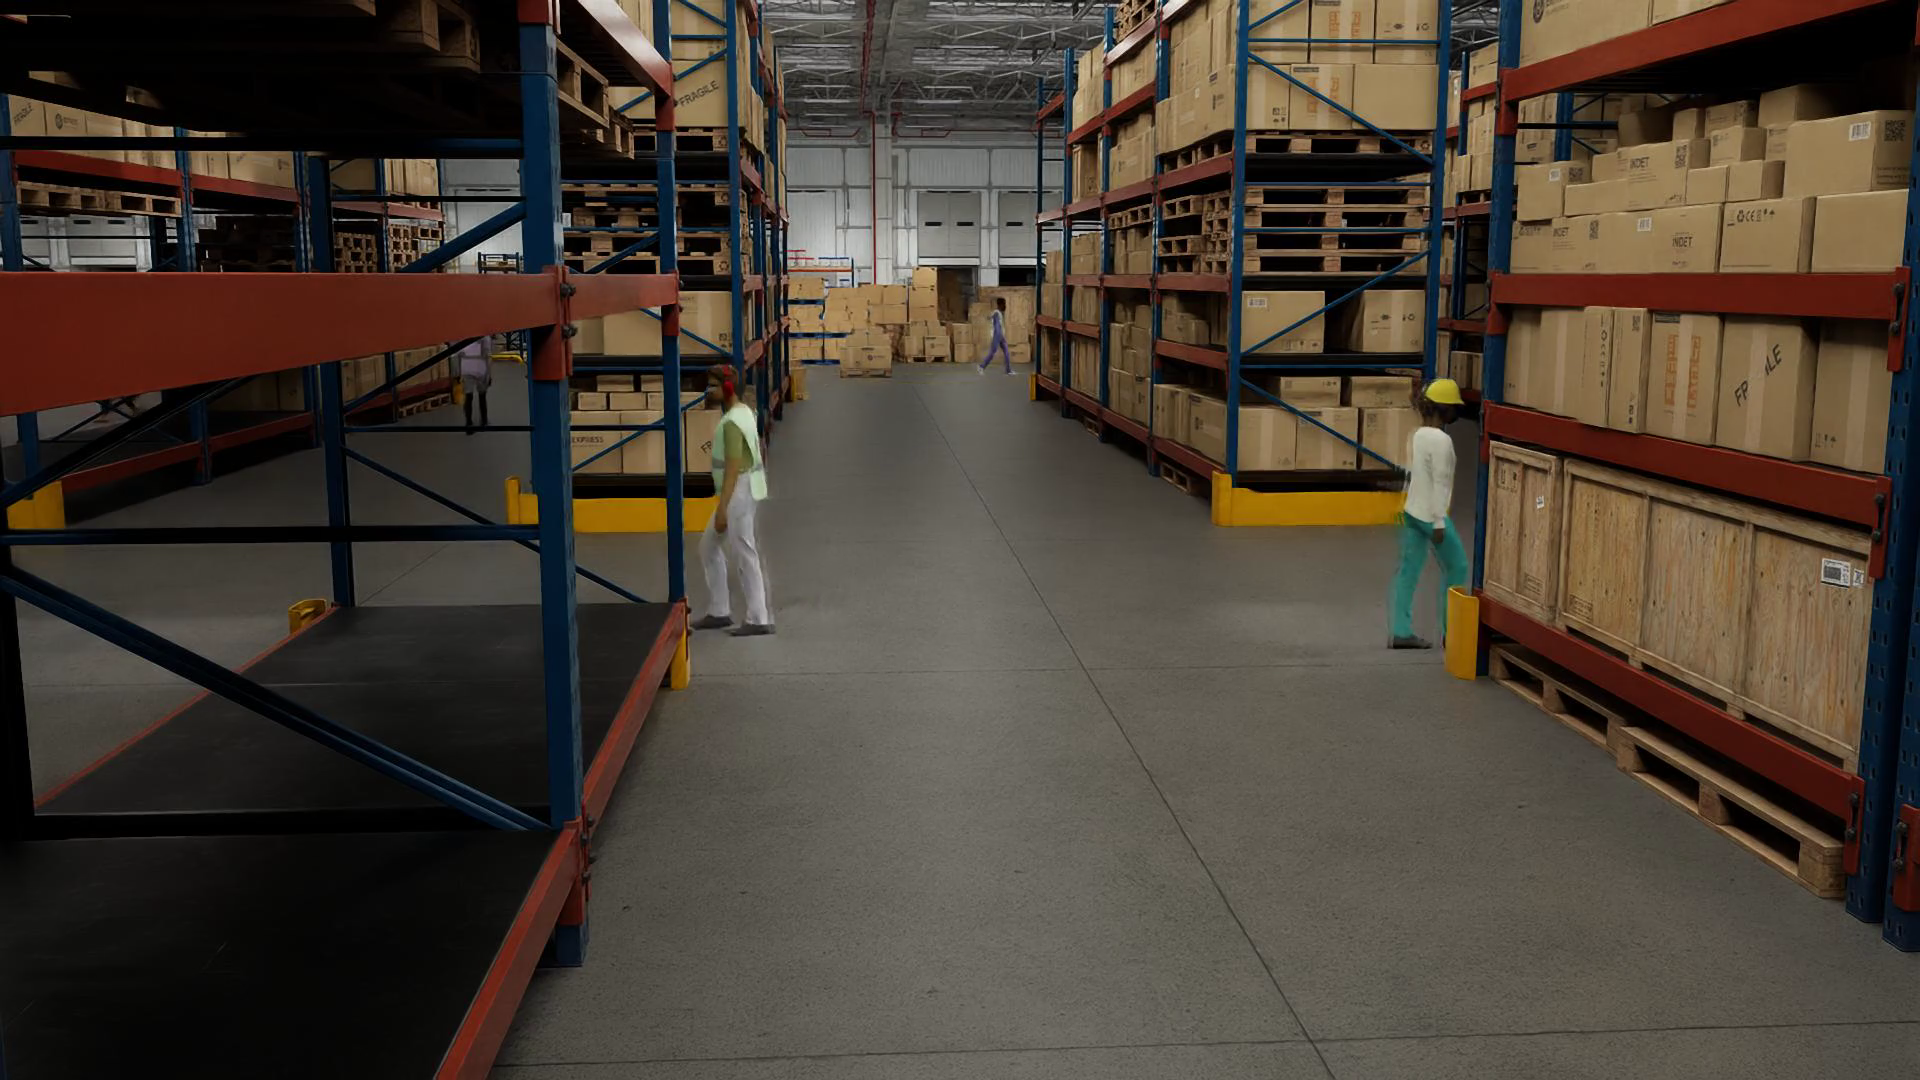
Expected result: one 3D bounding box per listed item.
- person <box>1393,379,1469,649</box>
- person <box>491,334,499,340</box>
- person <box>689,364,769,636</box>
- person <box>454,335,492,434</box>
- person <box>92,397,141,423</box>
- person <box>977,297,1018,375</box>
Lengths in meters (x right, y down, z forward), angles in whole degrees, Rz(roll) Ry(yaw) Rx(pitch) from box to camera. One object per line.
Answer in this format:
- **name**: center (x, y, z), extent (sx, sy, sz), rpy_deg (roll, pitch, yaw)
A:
- **person**: center (3.103, -0.152, 10.610), extent (0.686, 1.740, 0.554), rpy_deg (-1, 9, -6)
- **person**: center (-17.695, -8.424, 61.924), extent (0.889, 1.966, 0.631), rpy_deg (-2, 9, -11)
- **person**: center (-1.589, -0.254, 11.025), extent (0.688, 1.818, 0.612), rpy_deg (-1, 9, -7)
- **person**: center (-7.413, -2.557, 25.332), extent (0.566, 1.888, 1.014), rpy_deg (-2, 9, -9)
- **person**: center (-13.847, -2.748, 27.168), extent (0.650, 1.667, 0.562), rpy_deg (-8, 12, -42)
- **person**: center (0.886, -4.883, 39.923), extent (0.910, 1.886, 0.589), rpy_deg (3, 10, 20)
